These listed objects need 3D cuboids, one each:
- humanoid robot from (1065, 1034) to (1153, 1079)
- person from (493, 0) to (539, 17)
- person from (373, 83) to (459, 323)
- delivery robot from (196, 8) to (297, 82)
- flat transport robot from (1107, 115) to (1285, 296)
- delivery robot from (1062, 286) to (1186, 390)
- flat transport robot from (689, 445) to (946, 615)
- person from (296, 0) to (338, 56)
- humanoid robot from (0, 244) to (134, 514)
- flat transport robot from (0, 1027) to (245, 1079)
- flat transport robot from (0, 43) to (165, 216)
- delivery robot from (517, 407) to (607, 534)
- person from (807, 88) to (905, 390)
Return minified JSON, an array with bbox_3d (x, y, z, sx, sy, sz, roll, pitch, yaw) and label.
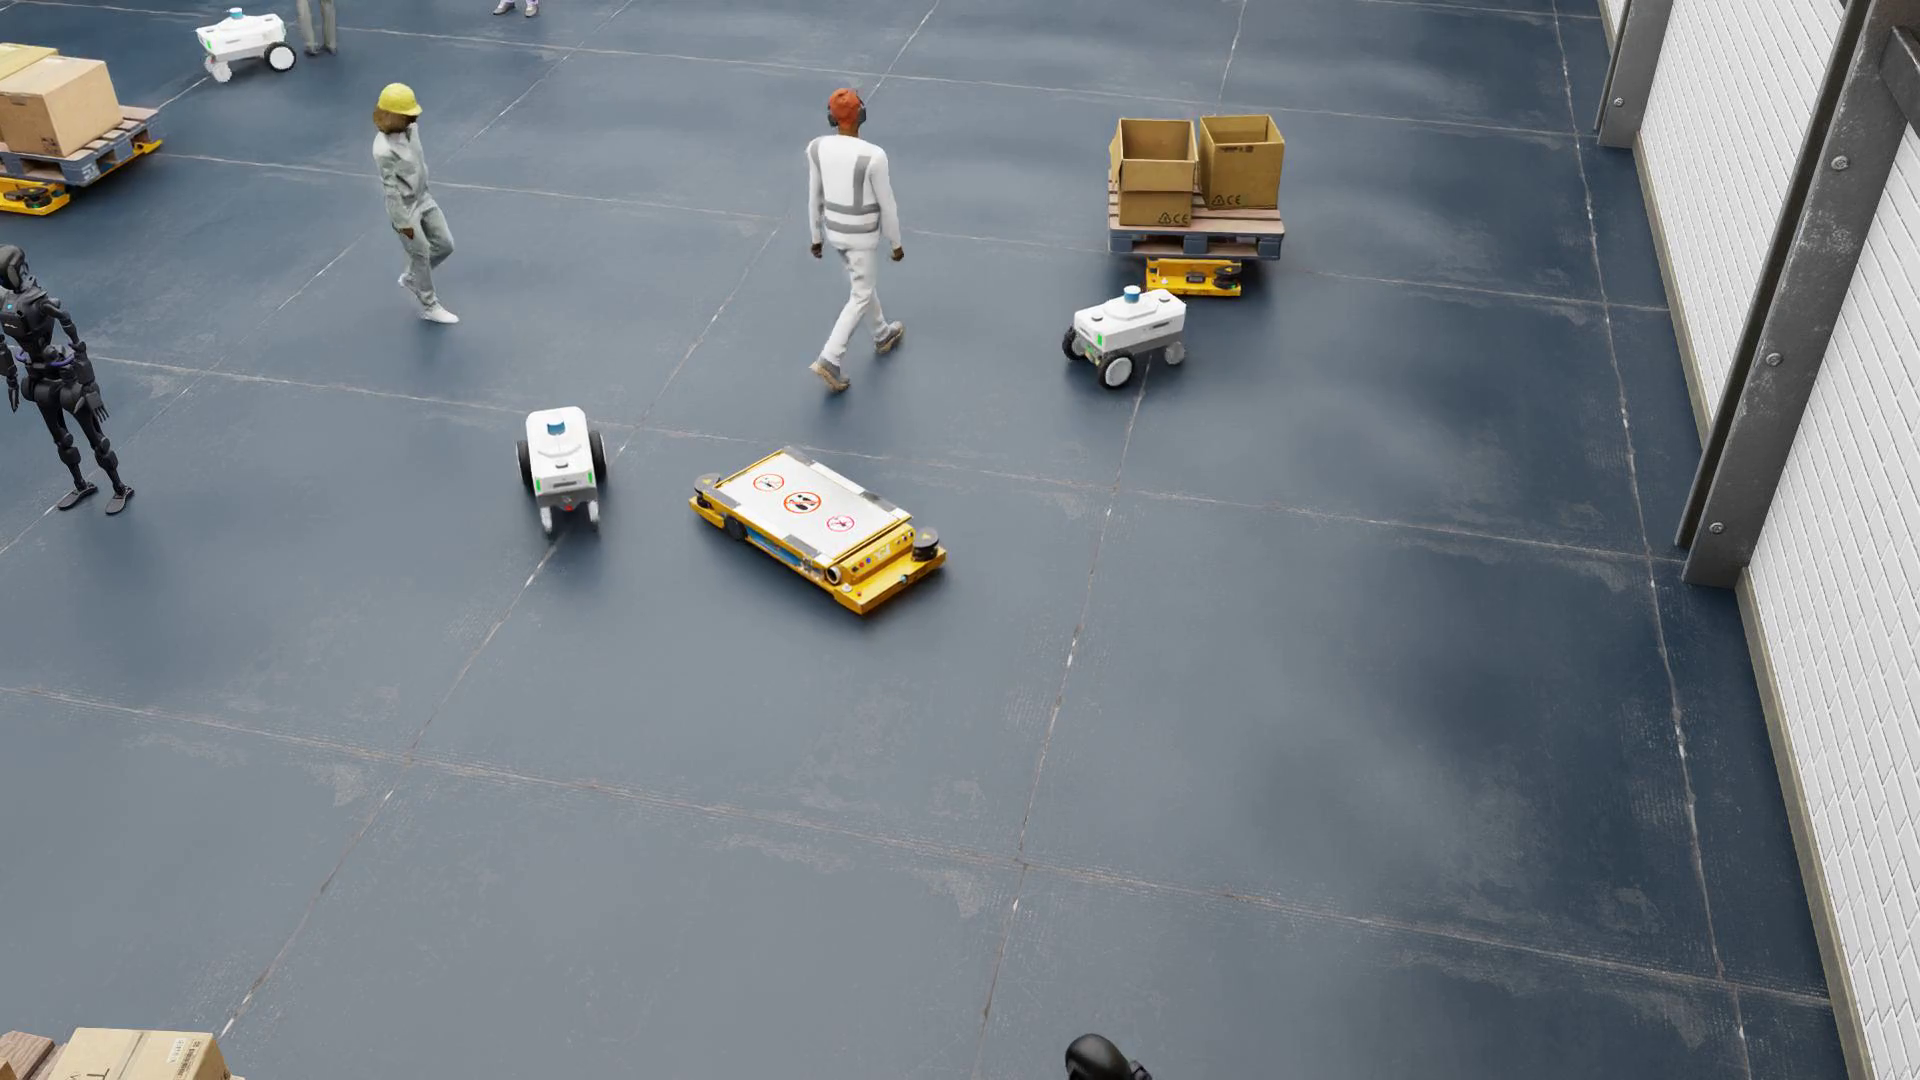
[{"bbox_3d":[0.433,2.139,5.219,0.719,1.649,0.595,29,46,33],"label":"humanoid robot"},{"bbox_3d":[-4.317,-5.943,15.859,0.563,1.840,0.388,8,38,11],"label":"person"},{"bbox_3d":[-3.604,-2.190,10.933,0.445,1.713,0.518,9,38,11],"label":"person"},{"bbox_3d":[-6.430,-4.484,14.984,0.791,0.598,0.499,-23,42,-27],"label":"delivery robot"},{"bbox_3d":[1.671,-2.194,12.155,0.659,0.231,1.431,2,37,3],"label":"flat transport robot"},{"bbox_3d":[1.090,-1.361,10.796,0.784,0.589,0.499,-18,40,-23],"label":"delivery robot"},{"bbox_3d":[-0.818,-0.094,9.345,1.431,0.231,0.659,29,46,33],"label":"flat transport robot"},{"bbox_3d":[-5.827,-5.220,14.916,0.610,1.804,0.486,-15,39,-19],"label":"person"},{"bbox_3d":[-5.008,-0.876,9.205,0.599,1.654,0.315,8,37,10],"label":"humanoid robot"},{"bbox_3d":[-3.227,2.506,5.866,1.431,0.231,0.659,8,37,10],"label":"flat transport robot"},{"bbox_3d":[-7.090,-2.978,13.204,0.659,0.231,1.431,9,38,12],"label":"flat transport robot"},{"bbox_3d":[-2.291,-0.457,9.566,0.499,0.563,0.738,-9,38,-12],"label":"delivery robot"},{"bbox_3d":[-0.704,-1.890,10.441,0.618,1.844,0.907,24,43,29],"label":"person"}]
